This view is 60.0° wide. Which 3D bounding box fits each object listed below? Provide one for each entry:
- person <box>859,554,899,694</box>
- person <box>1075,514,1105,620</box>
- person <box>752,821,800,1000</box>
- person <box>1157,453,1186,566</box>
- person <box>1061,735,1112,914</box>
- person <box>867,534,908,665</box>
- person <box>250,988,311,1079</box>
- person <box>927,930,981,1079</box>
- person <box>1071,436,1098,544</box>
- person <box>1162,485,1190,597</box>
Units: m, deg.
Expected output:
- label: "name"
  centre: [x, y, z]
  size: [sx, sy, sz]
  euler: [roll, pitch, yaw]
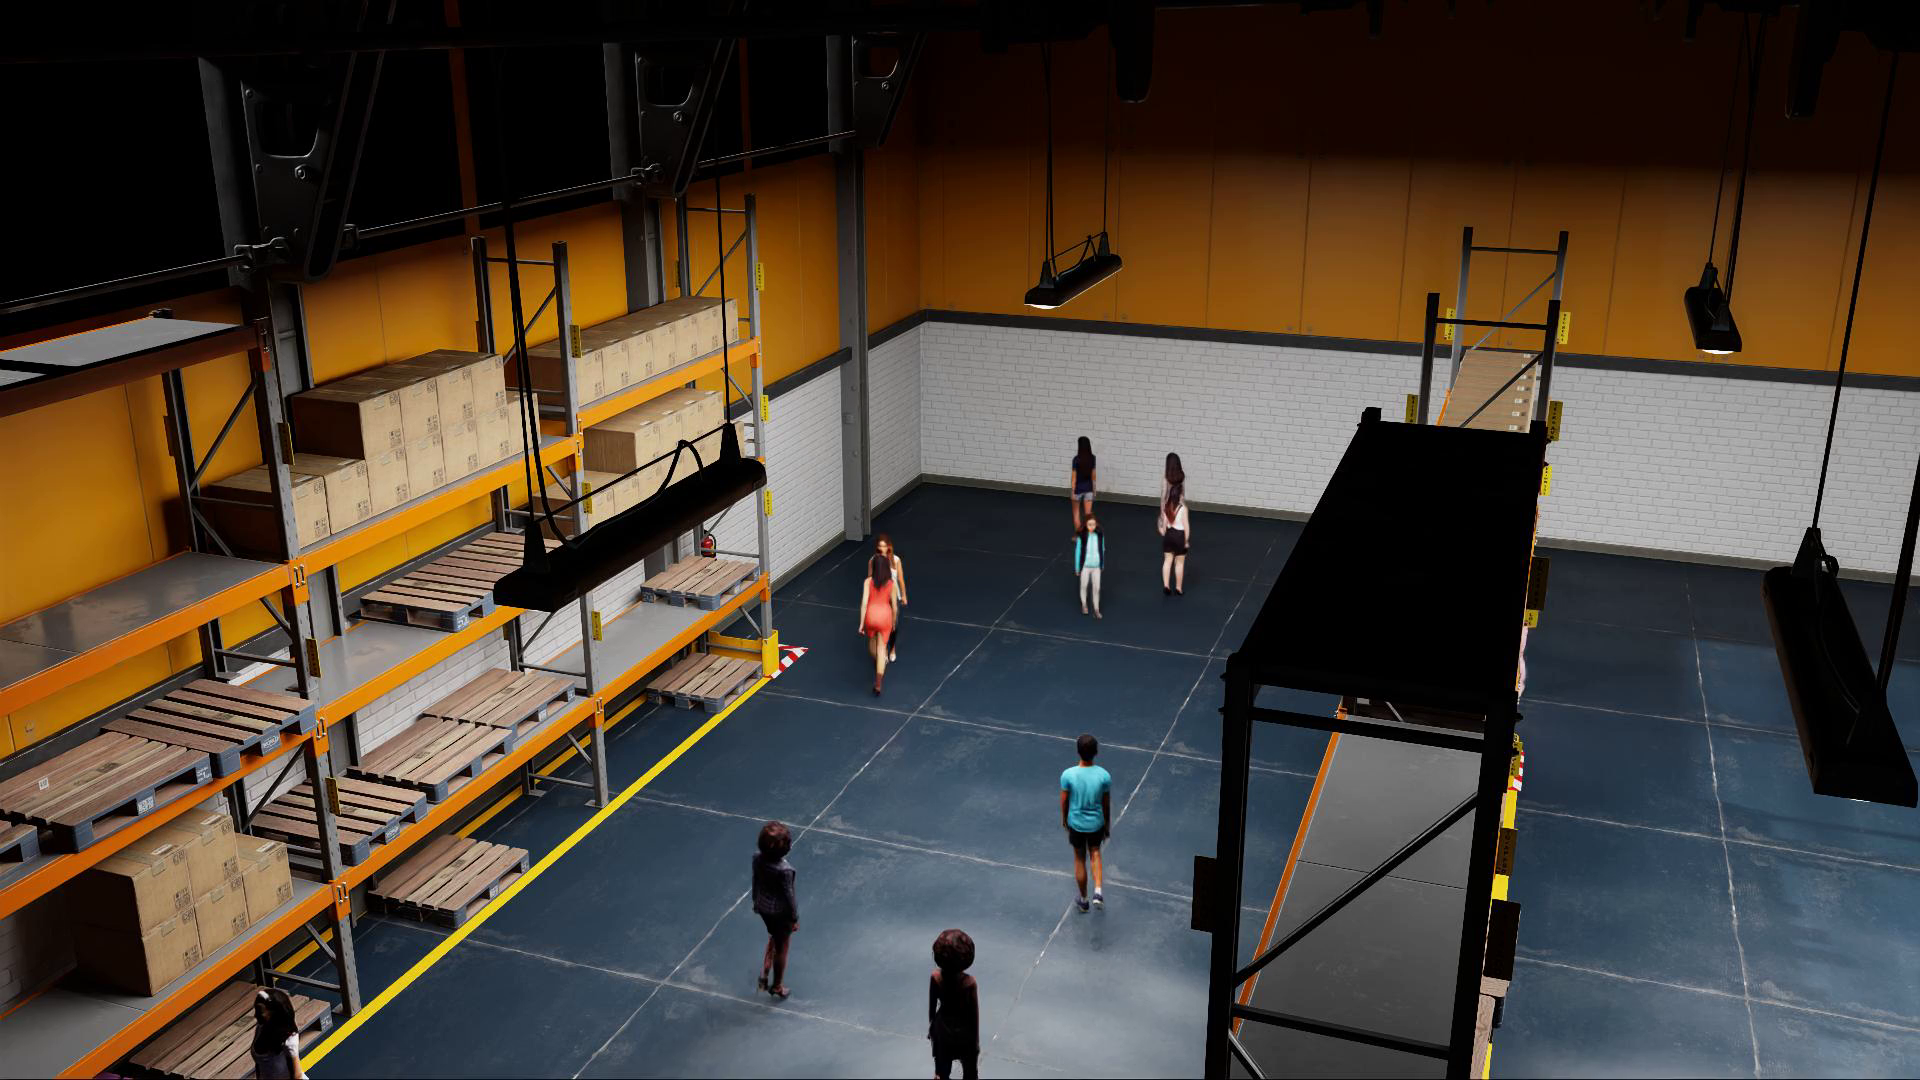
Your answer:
- label: "person"
  centre: [-0.996, 1.069, 20.431]
  size: [0.894, 1.663, 1.246]
  euler: [0, 19, -1]
- label: "person"
  centre: [1.769, 0.327, 22.924]
  size: [0.816, 1.478, 0.924]
  euler: [-4, 19, -11]
- label: "person"
  centre: [-1.624, 3.187, 14.098]
  size: [0.742, 1.690, 0.739]
  euler: [-18, 25, -42]
- label: "person"
  centre: [3.202, -0.426, 24.754]
  size: [0.812, 1.736, 0.867]
  euler: [-10, 21, -26]
- label: "person"
  centre: [1.178, 2.692, 15.456]
  size: [0.742, 1.762, 0.795]
  euler: [0, 19, -1]
- label: "person"
  centre: [-0.936, 0.731, 21.268]
  size: [0.733, 1.768, 0.712]
  euler: [0, 19, 0]
- label: "person"
  centre: [-4.739, 3.937, 11.669]
  size: [0.759, 1.818, 0.788]
  euler: [11, 22, 30]
- label: "person"
  centre: [-0.071, 3.738, 12.341]
  size: [0.584, 1.768, 0.914]
  euler: [6, 19, 16]
- label: "person"
  centre: [1.925, -0.714, 25.593]
  size: [0.941, 1.747, 1.025]
  euler: [-7, 20, -21]
- label: "person"
  centre: [3.048, 0.004, 23.612]
  size: [0.595, 1.649, 0.573]
  euler: [12, 22, 31]
